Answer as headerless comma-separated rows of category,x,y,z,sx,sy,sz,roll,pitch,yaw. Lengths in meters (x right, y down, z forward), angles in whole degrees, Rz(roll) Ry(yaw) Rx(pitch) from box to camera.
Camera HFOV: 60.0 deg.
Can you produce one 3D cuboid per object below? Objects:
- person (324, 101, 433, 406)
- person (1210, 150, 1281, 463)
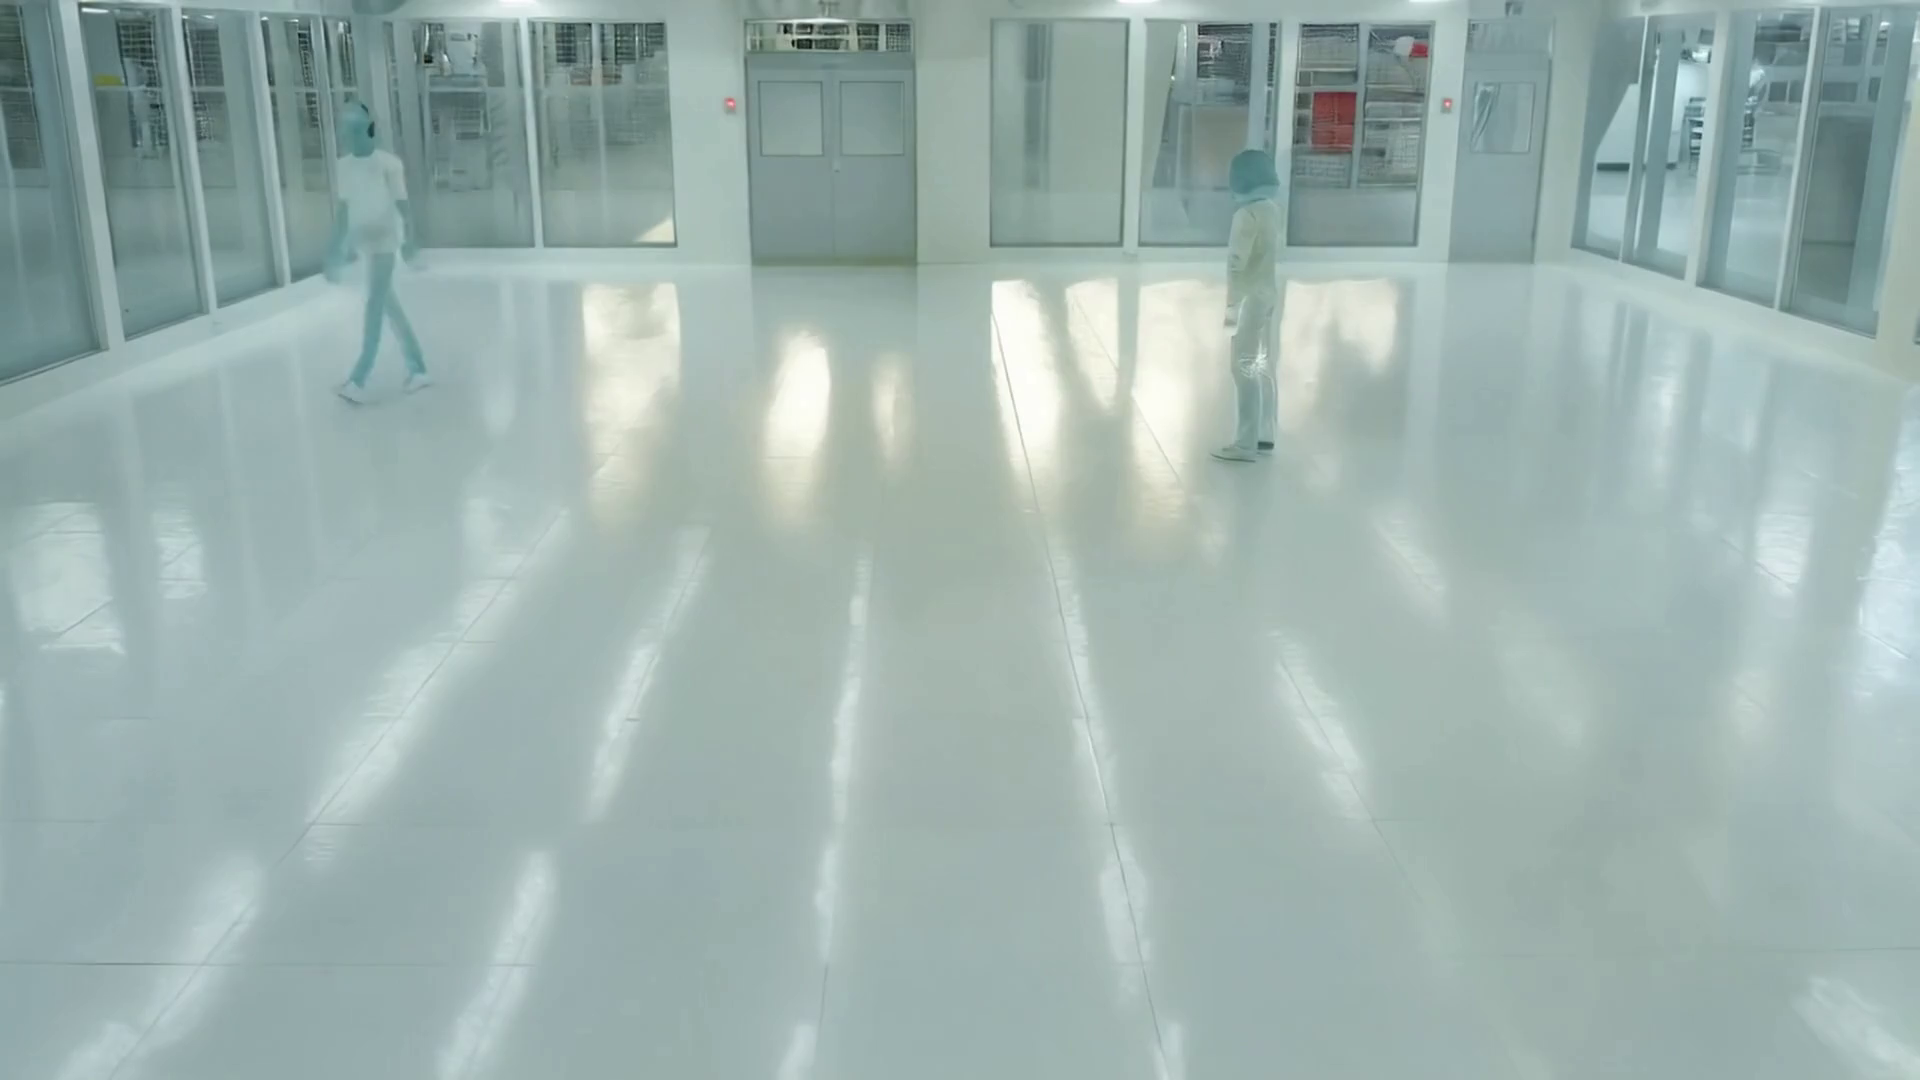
person,-3.662,-1.753,10.226,0.558,1.815,0.975,8,18,26
person,1.524,-1.220,8.750,0.280,1.624,0.494,9,18,27
